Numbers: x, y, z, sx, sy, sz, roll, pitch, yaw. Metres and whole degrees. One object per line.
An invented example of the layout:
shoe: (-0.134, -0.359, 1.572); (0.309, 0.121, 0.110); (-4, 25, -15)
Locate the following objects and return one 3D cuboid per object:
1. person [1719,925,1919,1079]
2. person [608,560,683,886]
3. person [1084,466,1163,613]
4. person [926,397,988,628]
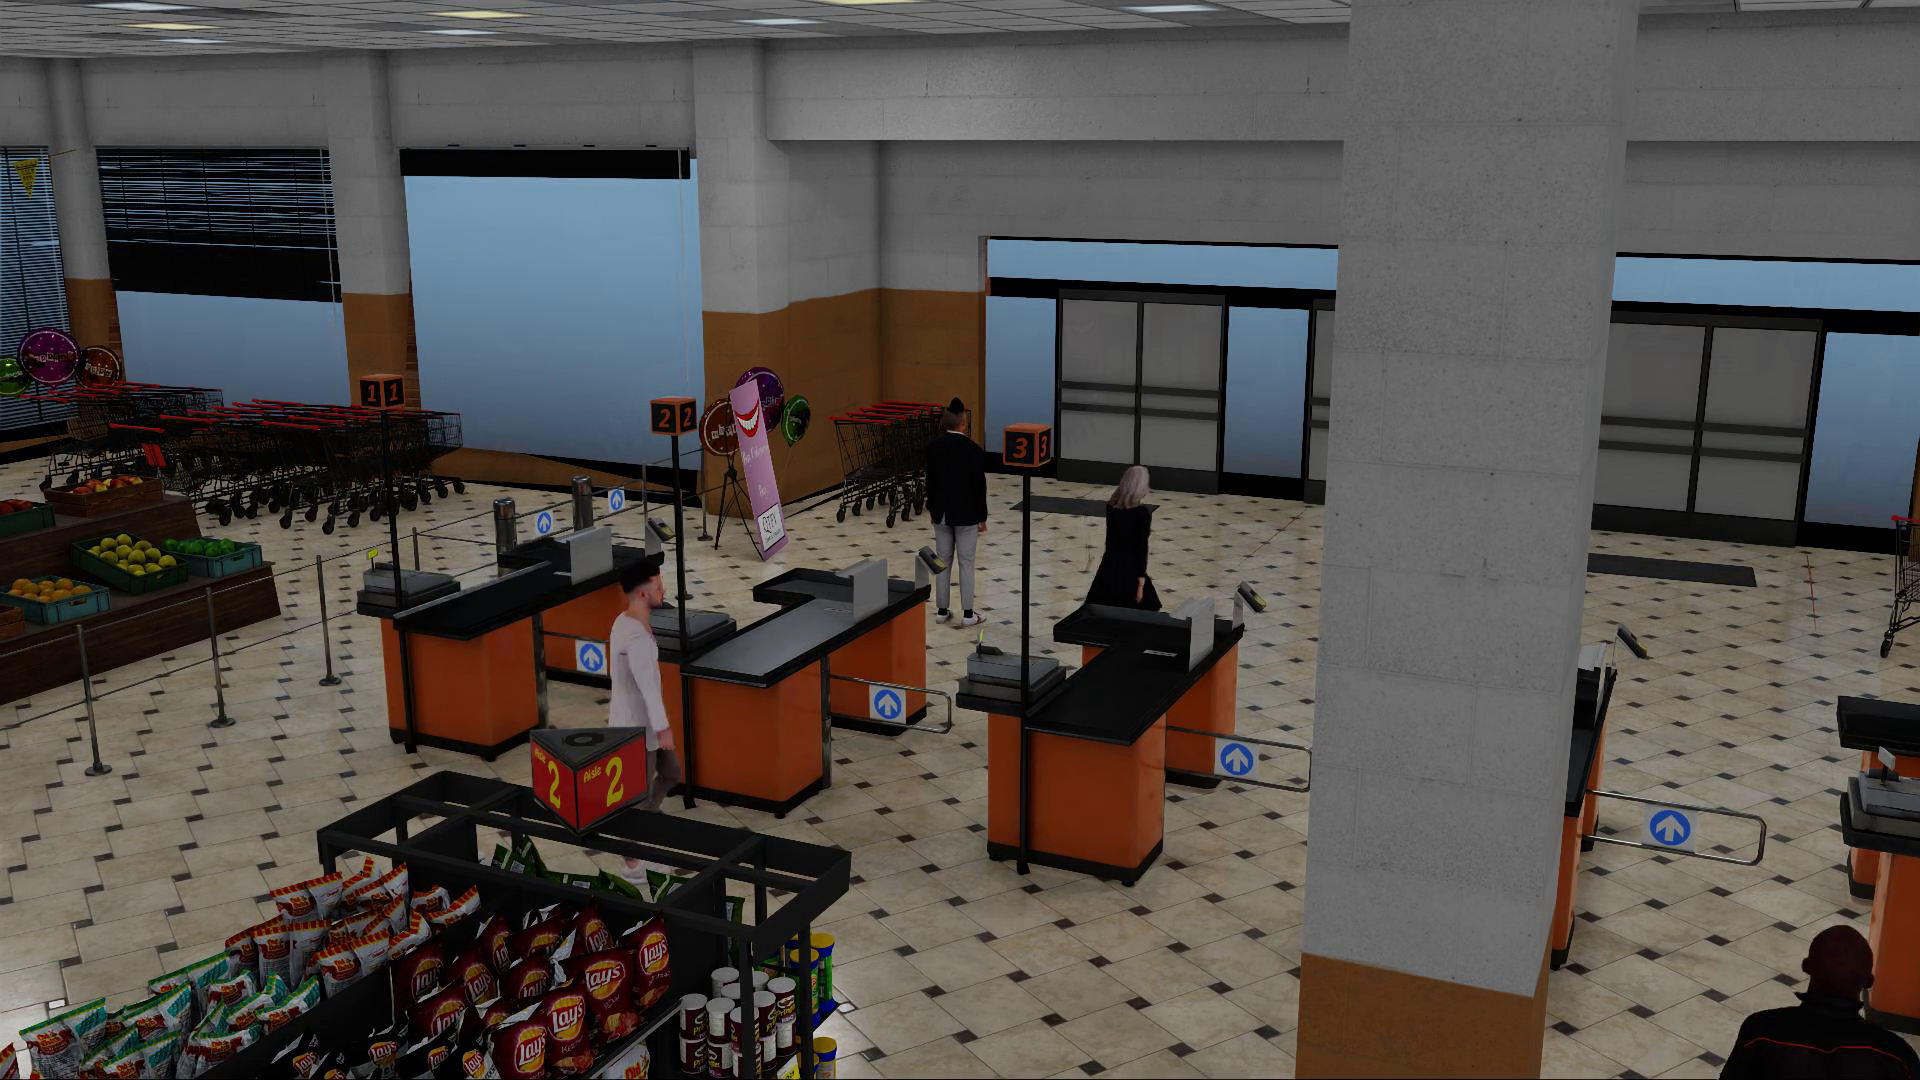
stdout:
person: (2.493, 2.034, 4.913); (0.721, 1.791, 1.117); (6, 15, 22)
person: (-1.832, 1.010, 9.062); (0.835, 1.825, 0.742); (-2, 14, -10)
person: (1.148, 0.337, 12.082); (0.749, 1.710, 0.925); (11, 17, 38)
person: (-0.037, -0.248, 13.984); (0.687, 1.950, 0.567); (6, 15, 24)
